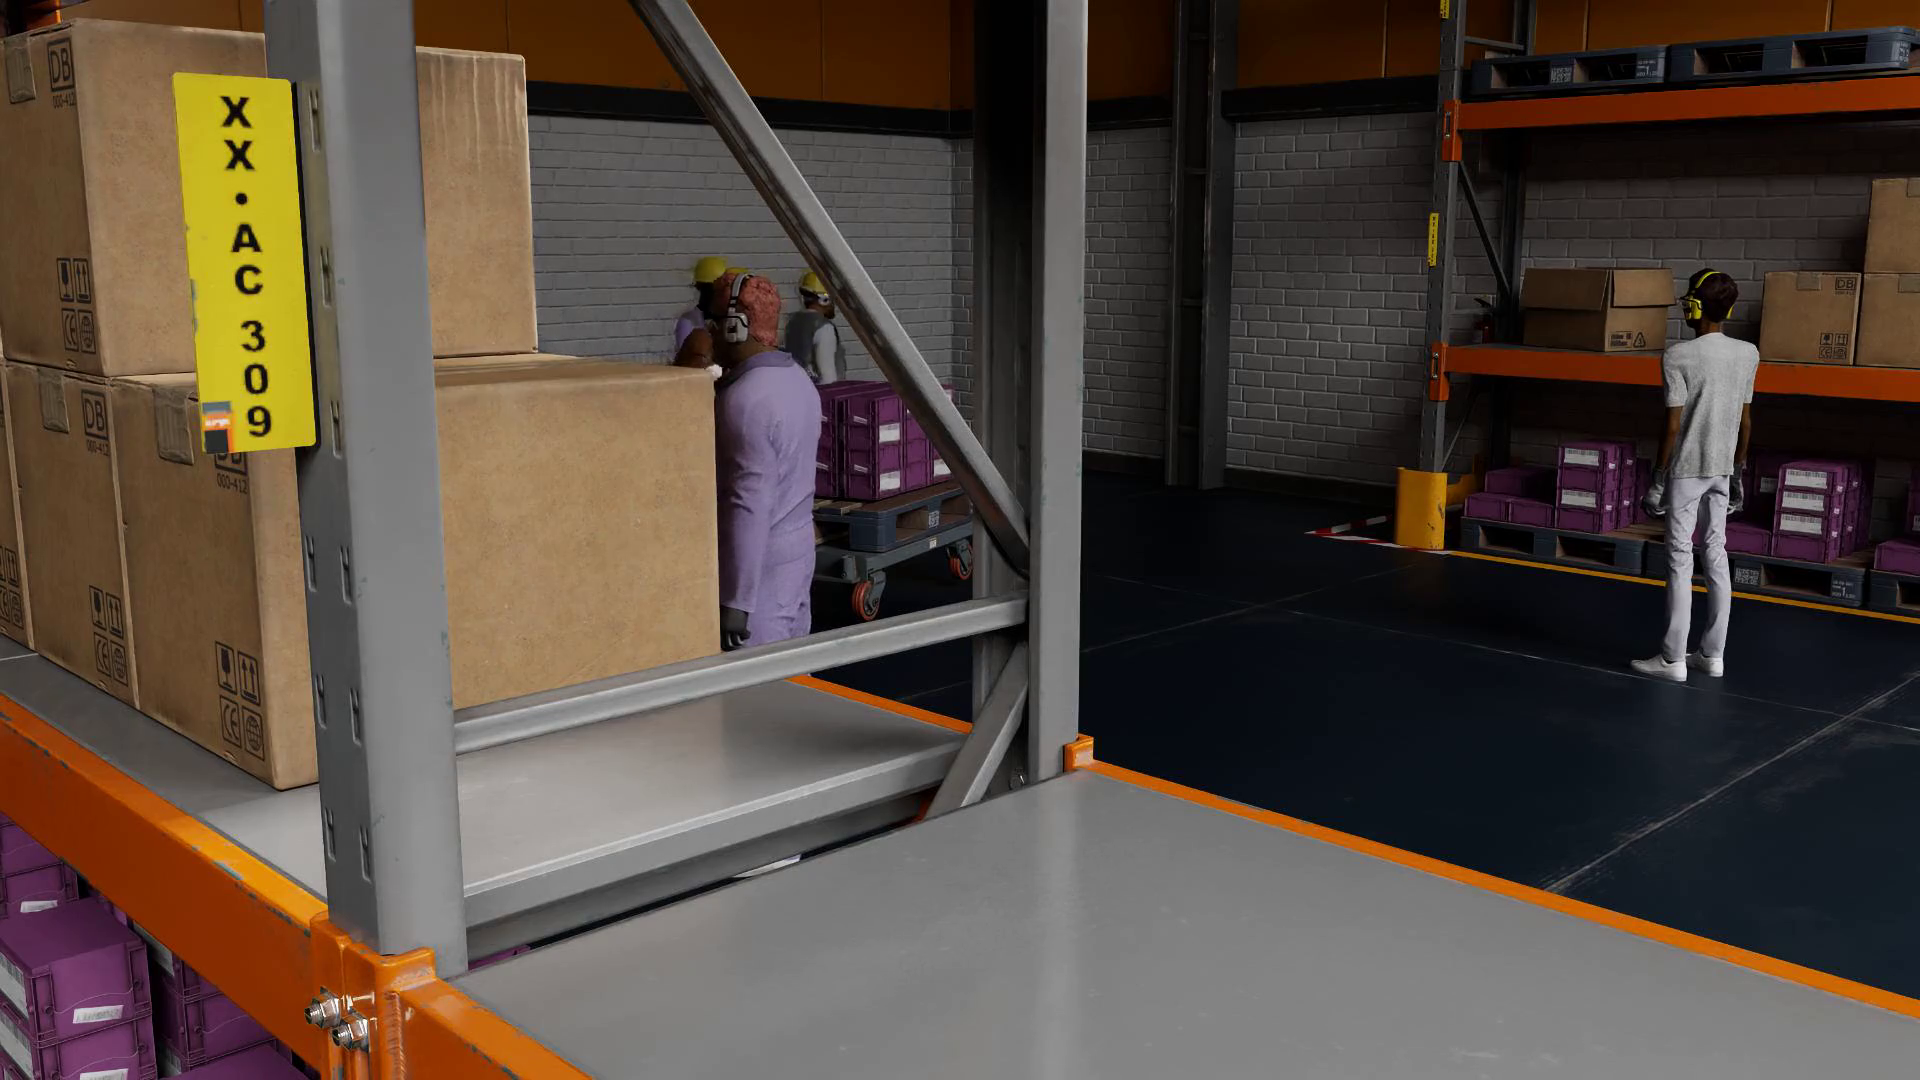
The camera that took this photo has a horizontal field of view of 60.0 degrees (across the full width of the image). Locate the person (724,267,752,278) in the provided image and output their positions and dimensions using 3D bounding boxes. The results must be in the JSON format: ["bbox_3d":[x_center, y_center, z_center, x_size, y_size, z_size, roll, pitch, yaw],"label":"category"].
[{"bbox_3d":[-1.320,-0.756,10.254,0.404,1.827,0.588,-3,11,-18],"label":"person"}]

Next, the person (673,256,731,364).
[{"bbox_3d":[-1.727,-0.852,10.574,0.761,1.902,0.596,2,11,10],"label":"person"}]

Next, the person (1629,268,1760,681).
[{"bbox_3d":[3.349,-0.290,7.580,0.514,1.876,0.328,-3,11,-18],"label":"person"}]

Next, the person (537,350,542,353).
[{"bbox_3d":[-1.889,-0.134,6.701,0.639,1.894,0.997,-4,11,-23],"label":"person"}]

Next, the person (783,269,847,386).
[{"bbox_3d":[-0.984,-0.887,10.986,0.513,1.817,0.614,-7,12,-33],"label":"person"}]

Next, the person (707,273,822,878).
[{"bbox_3d":[-0.658,0.115,5.284,0.401,1.906,0.649,2,11,10],"label":"person"}]

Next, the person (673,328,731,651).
[{"bbox_3d":[-1.232,-0.172,7.648,0.508,1.609,0.715,-9,14,-40],"label":"person"}]
